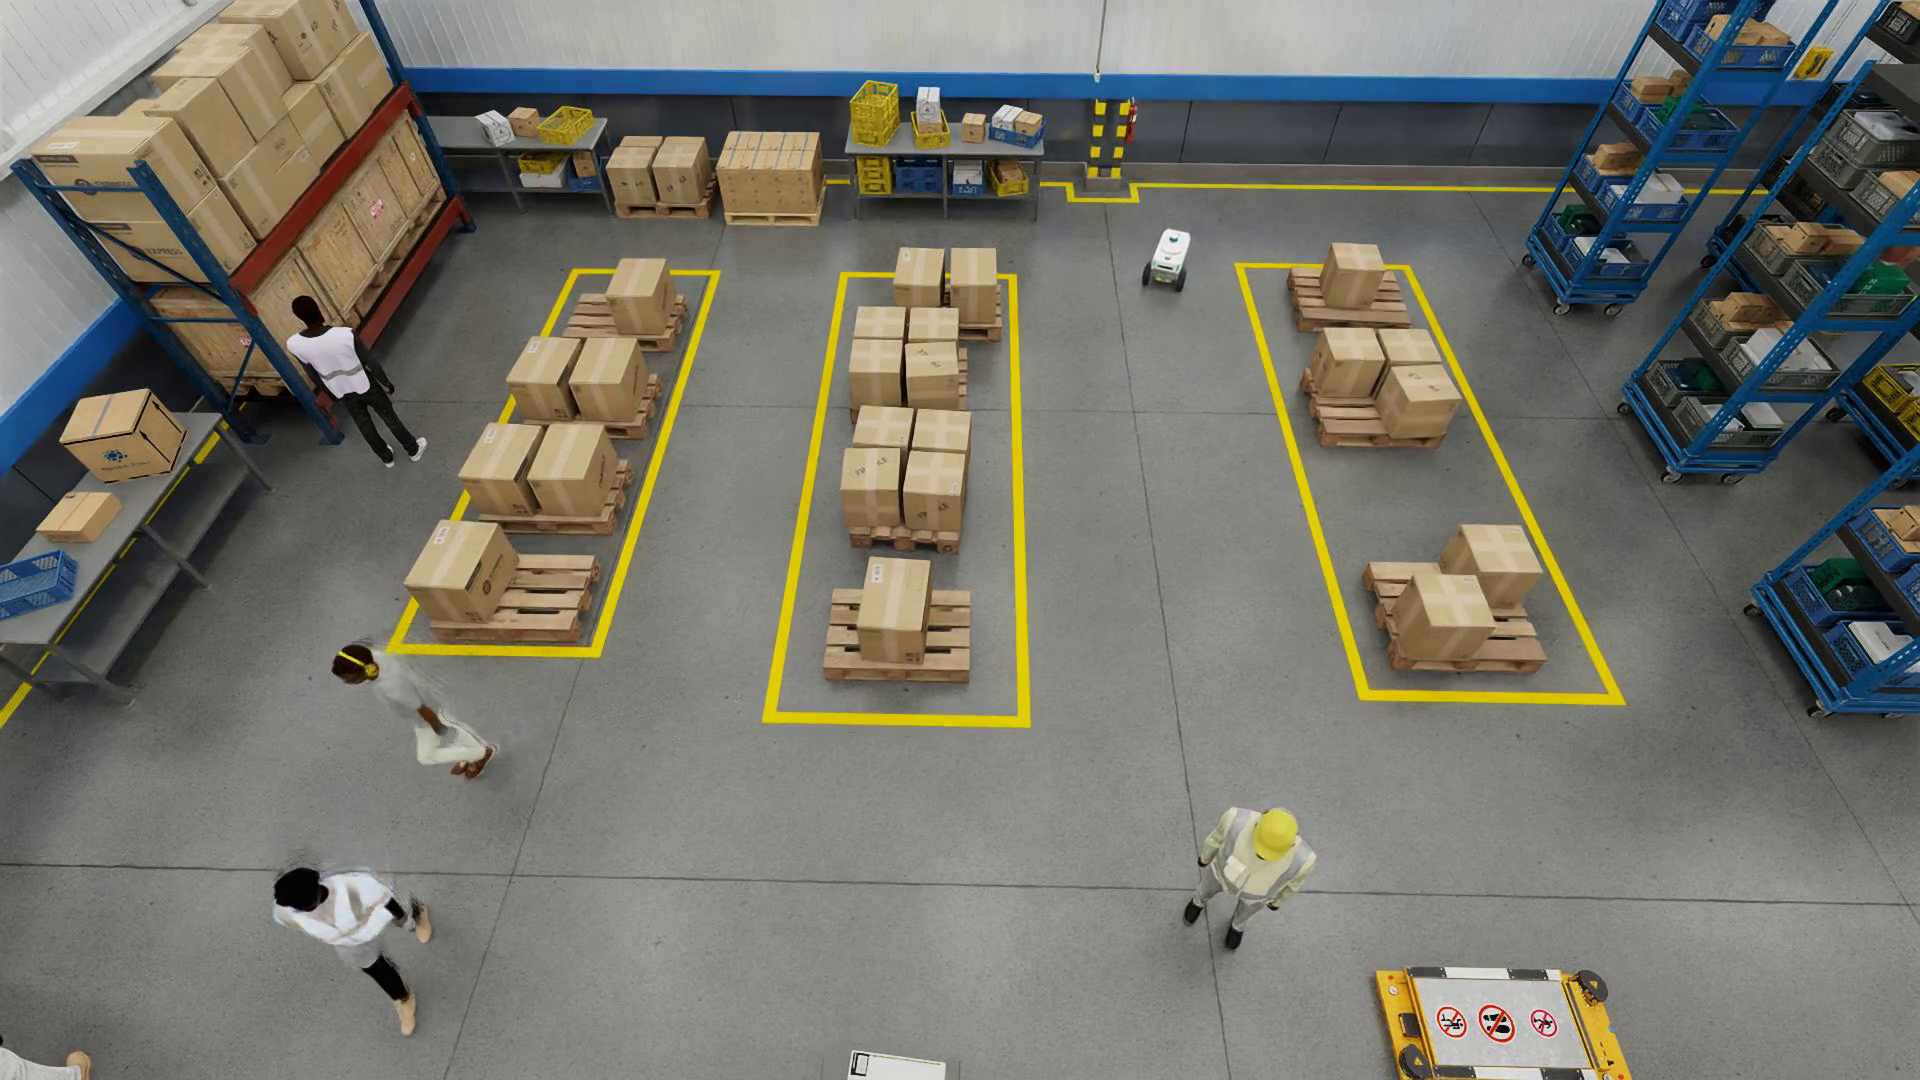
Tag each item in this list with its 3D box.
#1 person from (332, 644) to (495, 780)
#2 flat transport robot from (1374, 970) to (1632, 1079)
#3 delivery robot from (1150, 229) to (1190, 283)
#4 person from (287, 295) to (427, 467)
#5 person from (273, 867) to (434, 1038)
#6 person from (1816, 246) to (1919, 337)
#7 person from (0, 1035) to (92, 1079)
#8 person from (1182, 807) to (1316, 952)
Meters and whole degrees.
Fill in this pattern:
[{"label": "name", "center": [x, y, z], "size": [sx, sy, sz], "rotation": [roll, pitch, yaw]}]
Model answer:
[{"label": "person", "center": [-3.828, 1.218, 6.467], "size": [0.418, 1.845, 0.549], "rotation": [-33, 58, -24]}, {"label": "flat transport robot", "center": [3.501, 3.133, 5.914], "size": [1.431, 0.197, 0.652], "rotation": [1, 51, 1]}, {"label": "delivery robot", "center": [2.541, -3.454, 11.044], "size": [0.477, 0.478, 0.707], "rotation": [16, 53, 13]}, {"label": "person", "center": [-5.671, -1.448, 8.594], "size": [0.593, 1.919, 0.388], "rotation": [-14, 52, -11]}, {"label": "person", "center": [-3.661, 2.396, 5.629], "size": [0.545, 1.643, 0.853], "rotation": [-23, 55, -18]}, {"label": "person", "center": [10.092, -3.113, 9.907], "size": [0.389, 1.986, 0.608], "rotation": [18, 53, 14]}, {"label": "person", "center": [-5.709, 2.951, 5.057], "size": [0.429, 1.843, 0.622], "rotation": [35, 59, 25]}, {"label": "person", "center": [1.781, 2.109, 5.755], "size": [0.594, 1.823, 0.403], "rotation": [28, 56, 21]}]
